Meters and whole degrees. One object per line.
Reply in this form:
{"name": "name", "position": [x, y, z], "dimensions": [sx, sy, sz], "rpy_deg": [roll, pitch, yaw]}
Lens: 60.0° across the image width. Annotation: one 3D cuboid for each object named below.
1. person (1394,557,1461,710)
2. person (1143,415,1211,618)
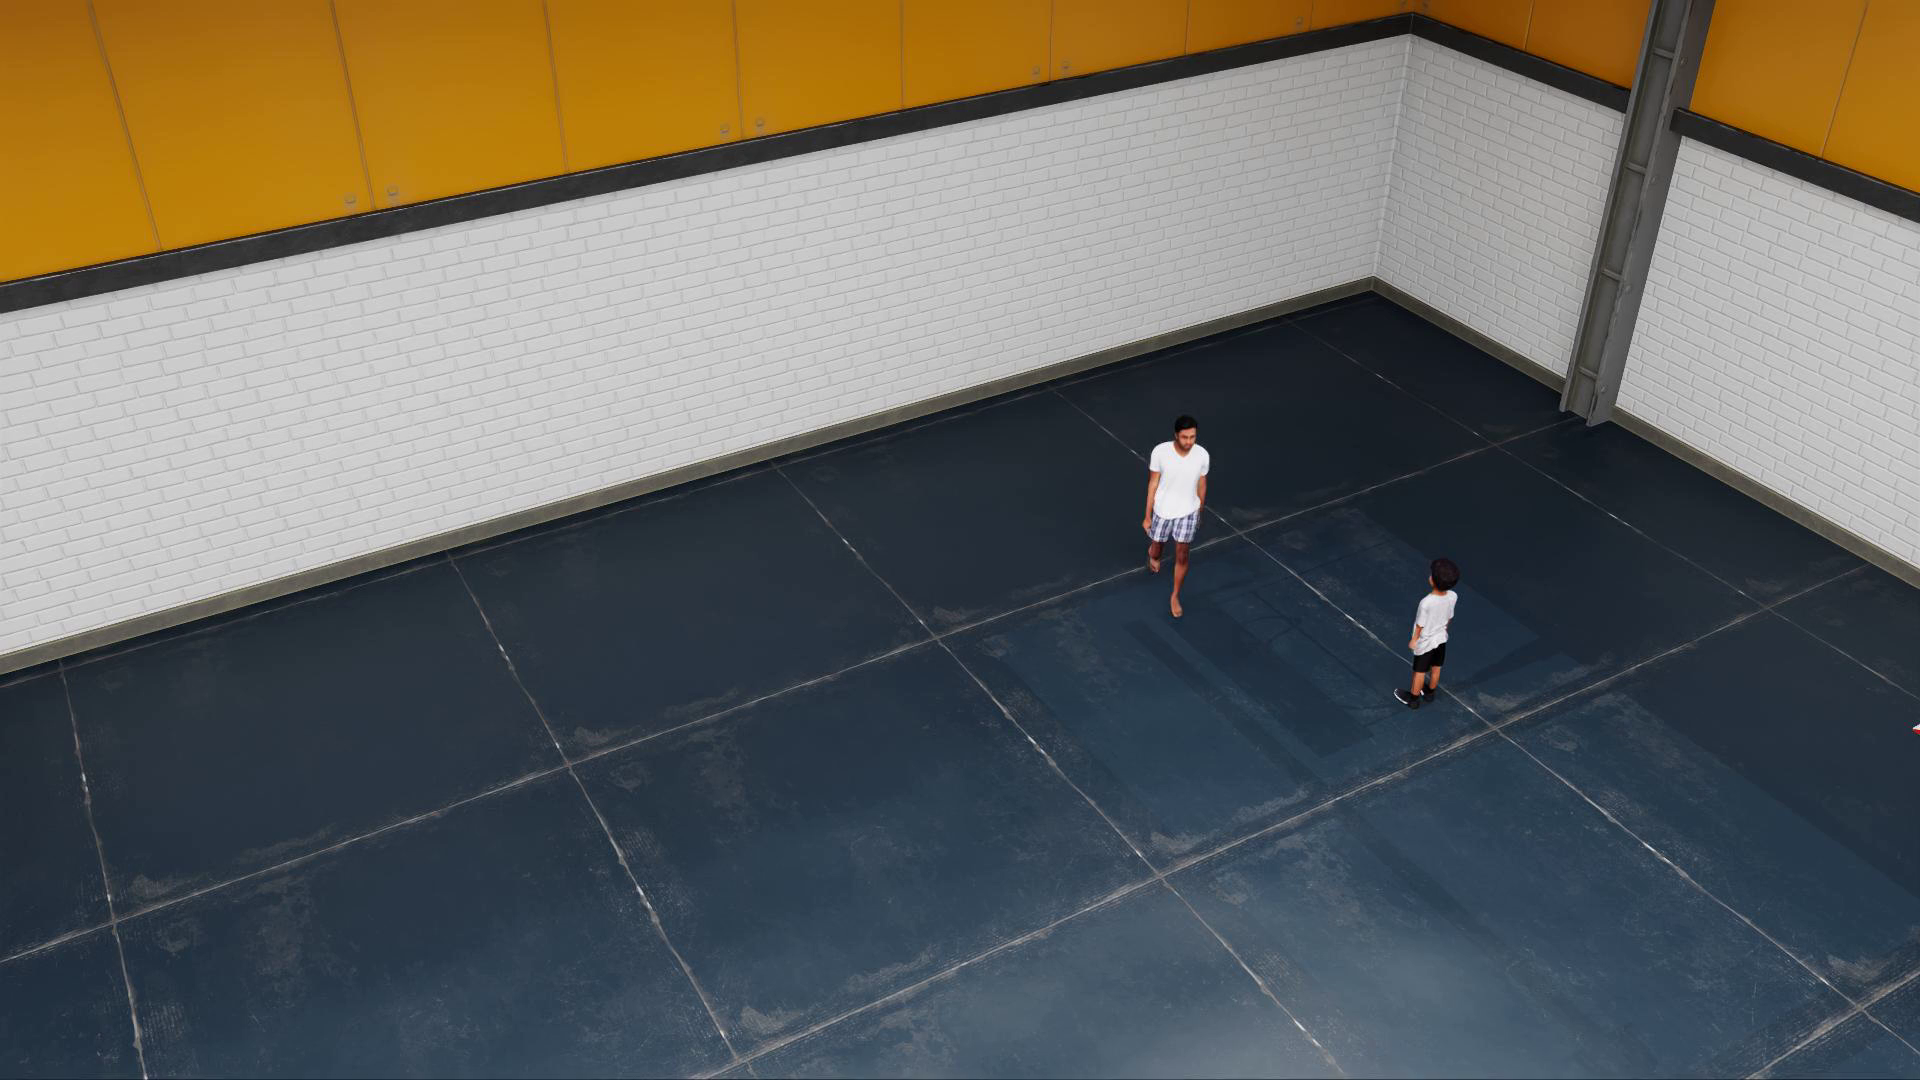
{"name": "person", "position": [3.425, 0.675, 12.071], "dimensions": [0.497, 1.261, 0.500], "rpy_deg": [-15, 37, -22]}
{"name": "person", "position": [1.678, -0.267, 13.081], "dimensions": [0.903, 1.713, 1.017], "rpy_deg": [1, 34, 1]}
